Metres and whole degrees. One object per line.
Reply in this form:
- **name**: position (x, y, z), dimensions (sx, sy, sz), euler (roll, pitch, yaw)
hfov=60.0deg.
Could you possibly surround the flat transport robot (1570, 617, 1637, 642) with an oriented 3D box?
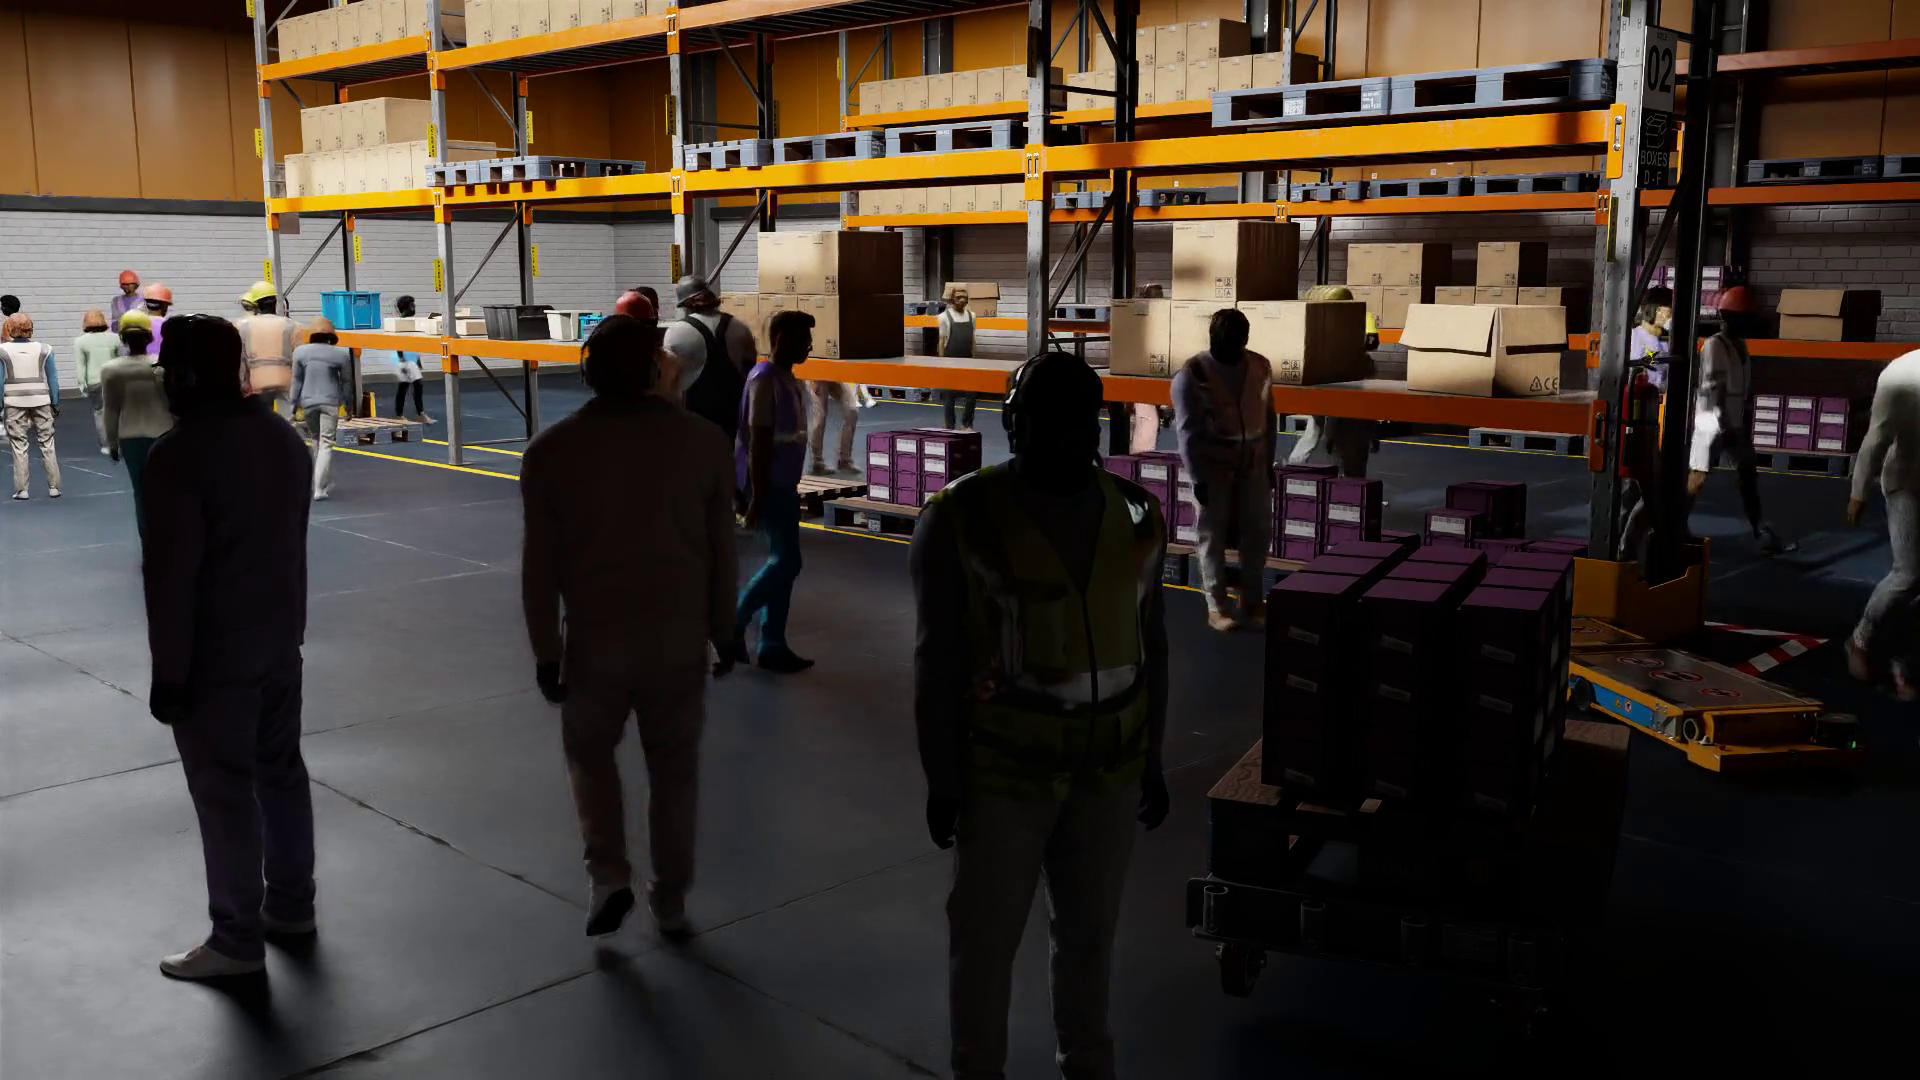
- **flat transport robot**: position (2.740, 0.551, 8.243), dimensions (1.431, 0.197, 0.652), euler (-2, 9, -10)

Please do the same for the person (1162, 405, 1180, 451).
- **person**: position (1.825, -1.088, 13.783), dimensions (0.834, 1.730, 0.553), euler (7, 12, 37)

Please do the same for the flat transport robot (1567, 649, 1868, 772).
- **flat transport robot**: position (3.191, 0.708, 7.285), dimensions (0.652, 0.197, 1.431), euler (-2, 9, -10)

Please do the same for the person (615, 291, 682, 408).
- **person**: position (-1.914, -0.558, 10.094), dimensions (0.971, 1.899, 0.557), euler (8, 13, 42)

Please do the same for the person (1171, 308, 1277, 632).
- **person**: position (1.474, -0.372, 9.192), dimensions (0.654, 1.813, 0.478), euler (-2, 10, -14)

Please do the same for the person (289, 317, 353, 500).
- **person**: position (-5.631, -1.171, 14.725), dimensions (0.517, 1.588, 0.770), euler (-1, 9, -4)

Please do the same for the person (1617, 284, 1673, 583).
- **person**: position (4.295, -0.617, 10.355), dimensions (0.465, 1.921, 0.654), euler (8, 13, 42)

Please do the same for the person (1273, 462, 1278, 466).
- **person**: position (2.734, -1.562, 16.477), dimensions (0.550, 1.813, 0.995), euler (-6, 11, -34)

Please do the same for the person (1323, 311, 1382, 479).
- **person**: position (2.776, -0.737, 11.663), dimensions (0.511, 1.727, 0.374), euler (-9, 13, -43)

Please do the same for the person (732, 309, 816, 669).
- **person**: position (-0.949, -0.249, 8.398), dimensions (0.452, 1.817, 0.616), euler (1, 9, 8)

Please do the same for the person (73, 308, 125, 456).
- **person**: position (-9.248, -1.696, 17.949), dimensions (0.502, 1.602, 0.754), euler (-4, 10, -25)

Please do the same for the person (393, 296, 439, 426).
- **person**: position (-6.963, -2.281, 21.287), dimensions (0.689, 1.670, 0.553), euler (-1, 9, -8)

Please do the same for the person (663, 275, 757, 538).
- **person**: position (-1.914, -1.047, 12.632), dimensions (0.721, 2.000, 0.791), euler (-5, 11, -28)

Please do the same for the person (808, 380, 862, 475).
- **person**: position (-1.245, -1.595, 16.221), dimensions (0.629, 1.971, 0.661), euler (-9, 13, -44)

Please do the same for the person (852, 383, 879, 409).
- **person**: position (-1.361, -2.804, 24.046), dimensions (0.543, 1.824, 0.932), euler (-7, 12, -37)

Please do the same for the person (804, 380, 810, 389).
- **person**: position (-2.723, -3.443, 27.943), dimensions (0.634, 1.838, 0.429), euler (-1, 9, -3)

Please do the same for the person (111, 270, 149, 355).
- **person**: position (-12.037, -2.937, 24.295), dimensions (0.613, 2.016, 0.941), euler (1, 9, 4)

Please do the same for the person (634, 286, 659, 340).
- **person**: position (-2.356, -0.896, 12.153), dimensions (0.416, 1.893, 0.705), euler (-2, 10, -15)

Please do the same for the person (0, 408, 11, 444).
- **person**: position (-11.163, -1.992, 18.986), dimensions (0.580, 1.863, 0.717), euler (5, 10, 26)

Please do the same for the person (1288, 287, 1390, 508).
- **person**: position (3.156, -1.209, 14.163), dimensions (1.022, 1.875, 0.601), euler (7, 12, 38)

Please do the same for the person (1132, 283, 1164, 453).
- **person**: position (1.812, -1.418, 15.361), dimensions (0.666, 1.885, 0.680), euler (8, 12, 40)

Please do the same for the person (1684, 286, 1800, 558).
- **person**: position (5.420, -0.803, 11.580), dimensions (0.555, 1.894, 0.945), euler (-7, 12, -37)

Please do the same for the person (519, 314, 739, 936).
- **person**: position (-0.976, 0.277, 4.992), dimensions (0.650, 1.894, 0.442), euler (-3, 10, -17)

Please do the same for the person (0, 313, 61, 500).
- **person**: position (-8.185, -1.167, 14.596), dimensions (0.522, 1.638, 0.311), euler (-7, 12, -38)

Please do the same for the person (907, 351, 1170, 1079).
- **person**: position (0.200, 0.508, 3.703), dimensions (0.627, 1.847, 0.429), euler (-4, 10, -23)

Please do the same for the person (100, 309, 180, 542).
- **person**: position (-5.573, -0.701, 11.369), dimensions (0.527, 1.749, 0.569), euler (-2, 9, -11)

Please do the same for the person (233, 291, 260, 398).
- **person**: position (-8.588, -2.128, 20.121), dimensions (0.561, 1.749, 0.530), euler (4, 10, 21)

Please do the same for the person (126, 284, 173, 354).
- **person**: position (-7.474, -1.446, 15.555), dimensions (0.537, 1.874, 0.977), euler (-4, 10, -22)

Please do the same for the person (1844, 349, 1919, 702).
- **person**: position (4.507, -0.180, 7.723), dimensions (0.707, 1.902, 0.431), euler (-1, 9, -6)

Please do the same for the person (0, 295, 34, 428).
- **person**: position (-11.994, -2.267, 21.159), dimensions (0.317, 1.696, 0.540), euler (-2, 9, -11)

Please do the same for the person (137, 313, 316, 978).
- **person**: position (-2.130, 0.302, 4.811), dimensions (0.401, 1.899, 0.634), euler (2, 9, 11)

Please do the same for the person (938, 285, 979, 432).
- **person**: position (-0.018, -2.092, 19.698), dimensions (0.524, 1.829, 0.533), euler (-4, 10, -26)

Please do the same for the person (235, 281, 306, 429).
- **person**: position (-6.278, -1.411, 15.258), dimensions (0.671, 1.906, 0.435), euler (-2, 10, -14)
